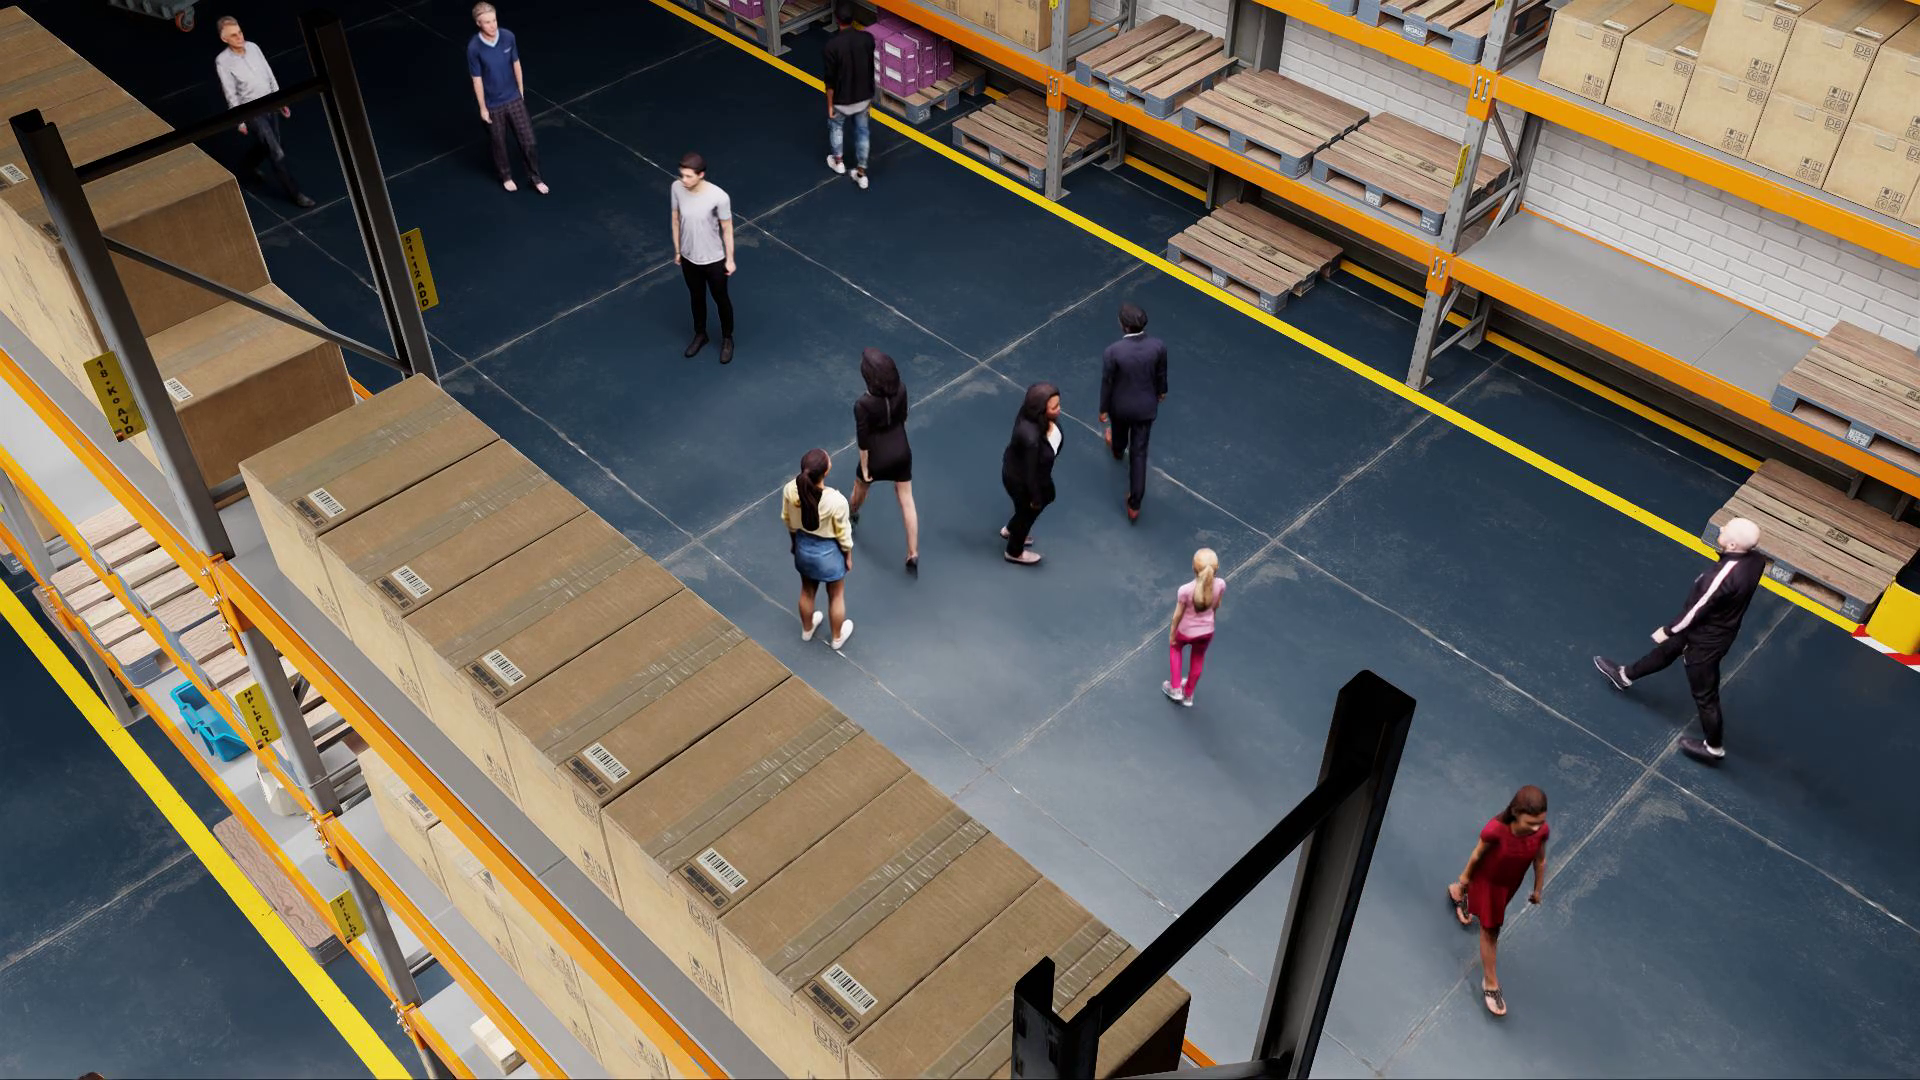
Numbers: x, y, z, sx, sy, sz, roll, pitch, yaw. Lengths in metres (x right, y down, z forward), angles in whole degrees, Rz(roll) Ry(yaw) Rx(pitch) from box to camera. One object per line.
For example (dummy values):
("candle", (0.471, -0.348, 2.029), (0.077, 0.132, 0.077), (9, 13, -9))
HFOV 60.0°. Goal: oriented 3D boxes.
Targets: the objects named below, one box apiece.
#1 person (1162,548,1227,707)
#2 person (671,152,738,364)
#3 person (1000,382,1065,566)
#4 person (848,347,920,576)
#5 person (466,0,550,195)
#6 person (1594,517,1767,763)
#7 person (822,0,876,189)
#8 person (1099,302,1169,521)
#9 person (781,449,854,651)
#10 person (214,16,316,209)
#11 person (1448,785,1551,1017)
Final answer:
("person", (1.527, 0.607, 10.651), (0.602, 1.263, 0.652), (-9, 44, -9))
("person", (-2.028, -2.274, 13.241), (0.663, 1.862, 0.804), (13, 45, 13))
("person", (0.398, -0.459, 11.528), (0.864, 1.597, 0.823), (7, 44, 7))
("person", (-0.456, -0.489, 11.441), (0.799, 1.760, 1.155), (-22, 48, -22))
("person", (-4.218, -4.022, 15.085), (0.759, 1.850, 0.831), (-23, 48, -22))
("person", (4.671, 0.671, 10.216), (1.215, 1.770, 0.678), (33, 53, 30))
("person", (-0.955, -4.010, 15.116), (0.859, 1.790, 0.950), (-17, 46, -17))
("person", (1.252, -0.877, 11.916), (1.120, 1.667, 1.261), (-5, 44, -6))
("person", (-0.930, 0.067, 10.952), (0.640, 1.628, 0.775), (13, 45, 13))
("person", (-6.377, -3.902, 15.000), (1.240, 1.794, 0.916), (18, 46, 18))
("person", (2.960, 1.795, 9.229), (0.964, 1.505, 1.151), (-7, 44, -8))
